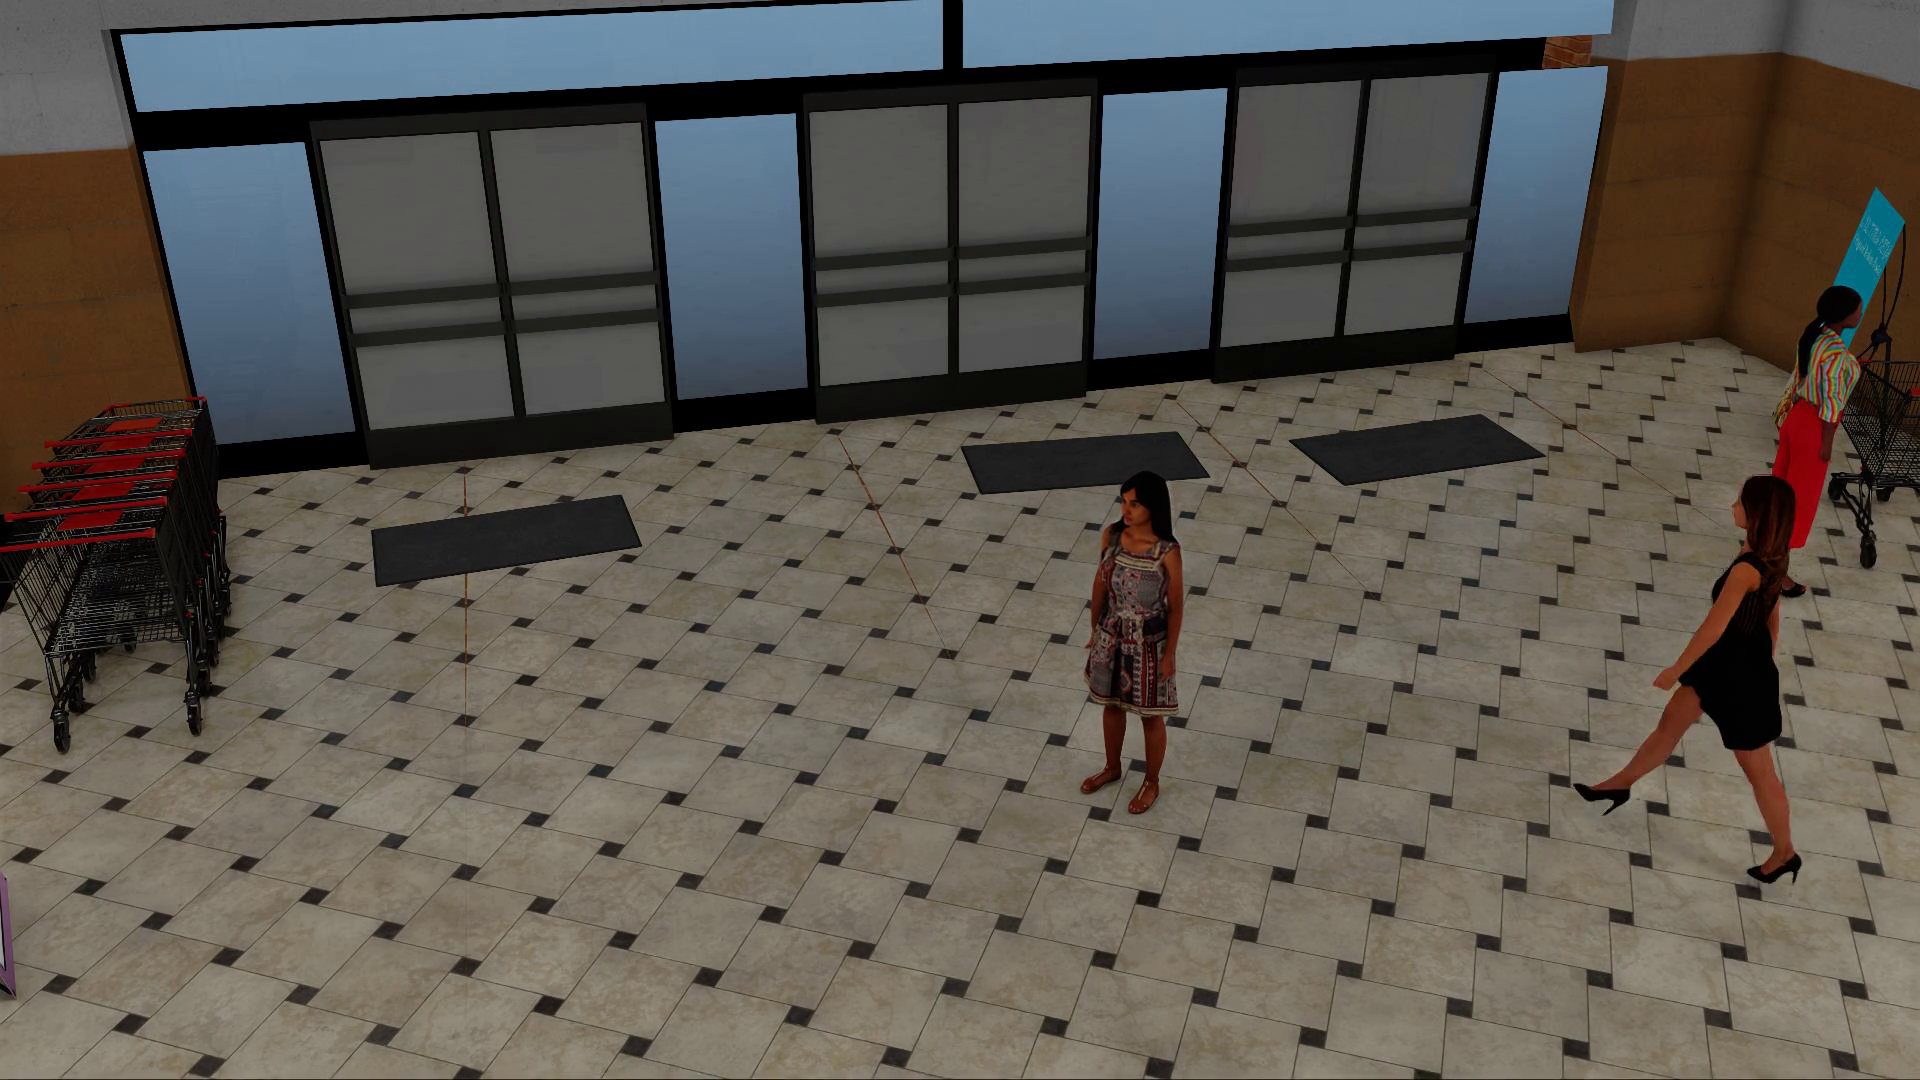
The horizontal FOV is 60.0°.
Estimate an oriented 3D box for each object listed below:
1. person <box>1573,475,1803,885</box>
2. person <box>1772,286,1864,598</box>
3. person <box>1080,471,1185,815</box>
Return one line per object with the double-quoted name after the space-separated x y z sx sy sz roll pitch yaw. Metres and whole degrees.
3.286 0.656 6.854 1.225 1.773 1.062 19 32 32 "person"
4.678 -0.546 9.200 0.704 1.793 0.550 0 27 0 "person"
0.786 0.446 7.409 0.679 1.645 0.783 20 33 34 "person"
